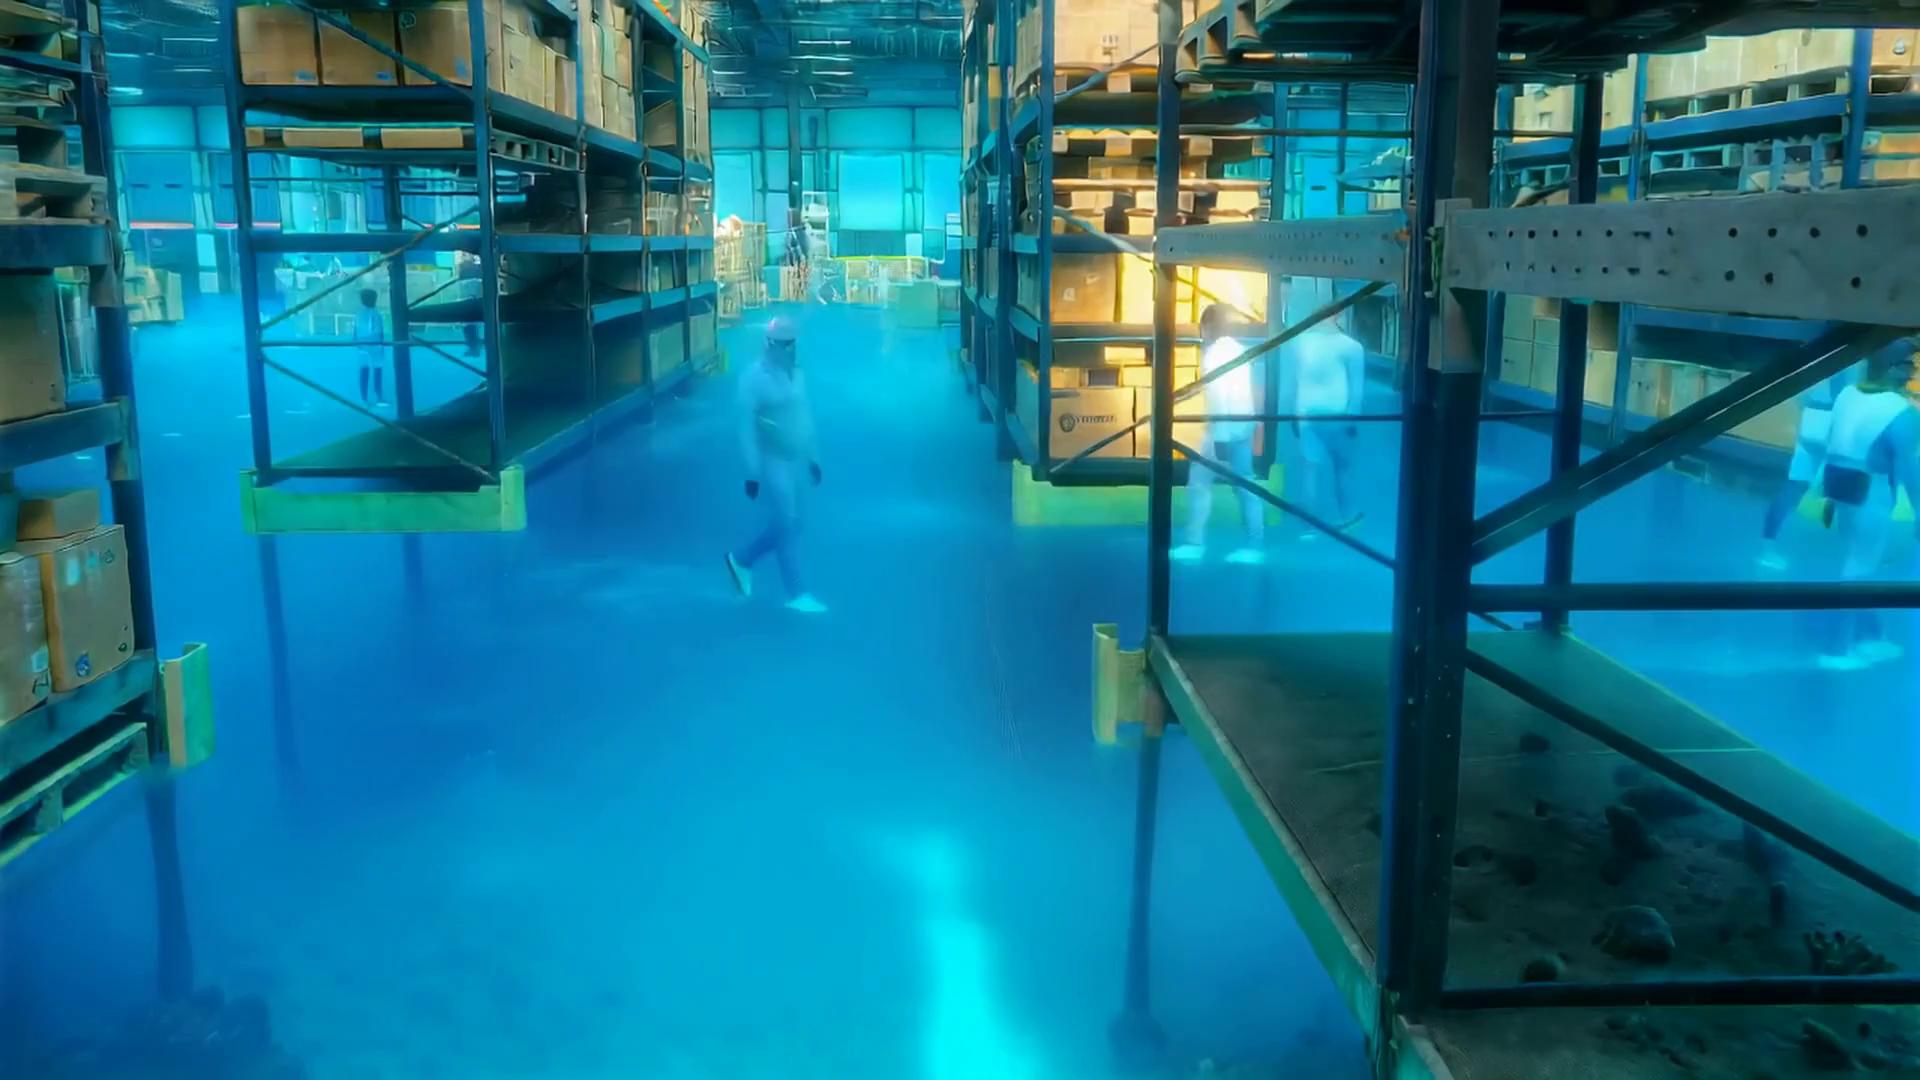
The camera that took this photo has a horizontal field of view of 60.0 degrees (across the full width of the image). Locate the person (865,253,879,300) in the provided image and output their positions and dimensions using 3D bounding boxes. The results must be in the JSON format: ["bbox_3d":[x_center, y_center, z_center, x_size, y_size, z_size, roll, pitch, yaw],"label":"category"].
[{"bbox_3d":[-3.430,-10.222,64.849,0.574,1.881,0.358,1,10,4],"label":"person"}]

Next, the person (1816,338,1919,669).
[{"bbox_3d":[5.074,-0.183,9.083,0.743,1.818,0.610,-1,10,-6],"label":"person"}]

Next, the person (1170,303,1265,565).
[{"bbox_3d":[1.872,-0.772,12.160,0.892,1.893,0.639,7,12,33],"label":"person"}]

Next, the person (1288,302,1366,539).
[{"bbox_3d":[2.955,-0.964,13.310,0.667,1.856,0.969,6,12,31],"label":"person"}]

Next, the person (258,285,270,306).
[{"bbox_3d":[-25.458,-9.246,60.039,0.892,1.646,0.543,-5,11,-26],"label":"person"}]

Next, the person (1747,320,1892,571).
[{"bbox_3d":[6.134,-0.745,11.748,1.041,2.000,0.609,-2,10,-13],"label":"person"}]

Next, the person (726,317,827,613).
[{"bbox_3d":[-1.188,-0.492,10.655,0.779,1.880,0.652,4,11,23],"label":"person"}]

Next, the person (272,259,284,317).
[{"bbox_3d":[-20.534,-7.560,50.165,0.480,1.828,0.658,-4,11,-19],"label":"person"}]

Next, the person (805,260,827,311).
[{"bbox_3d":[-4.915,-8.686,56.748,0.756,1.717,0.494,-4,11,-23],"label":"person"}]

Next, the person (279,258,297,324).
[{"bbox_3d":[-19.170,-7.100,47.512,0.508,1.865,0.329,-10,14,-44],"label":"person"}]

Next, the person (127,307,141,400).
[{"bbox_3d":[-12.335,-2.860,24.408,0.539,1.686,0.443,-1,10,-6],"label":"person"}]

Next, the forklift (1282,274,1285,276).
[{"bbox_3d":[12.240,-10.302,62.509,1.129,2.768,1.873,0,10,-2],"label":"forklift"}]

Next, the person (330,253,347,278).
[{"bbox_3d":[-24.150,-10.201,64.660,0.617,1.906,0.515,-8,13,-38],"label":"person"}]

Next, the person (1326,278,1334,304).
[{"bbox_3d":[7.333,-4.346,32.749,0.858,1.649,0.536,-1,10,-6],"label":"person"}]

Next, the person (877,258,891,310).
[{"bbox_3d":[-2.396,-8.114,53.257,0.510,1.834,0.476,10,14,43],"label":"person"}]

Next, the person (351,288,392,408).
[{"bbox_3d":[-8.312,-2.705,23.479,0.540,1.697,0.317,3,11,17],"label":"person"}]

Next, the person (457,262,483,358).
[{"bbox_3d":[-9.957,-4.646,33.626,0.529,1.950,0.653,-4,11,-23],"label":"person"}]
